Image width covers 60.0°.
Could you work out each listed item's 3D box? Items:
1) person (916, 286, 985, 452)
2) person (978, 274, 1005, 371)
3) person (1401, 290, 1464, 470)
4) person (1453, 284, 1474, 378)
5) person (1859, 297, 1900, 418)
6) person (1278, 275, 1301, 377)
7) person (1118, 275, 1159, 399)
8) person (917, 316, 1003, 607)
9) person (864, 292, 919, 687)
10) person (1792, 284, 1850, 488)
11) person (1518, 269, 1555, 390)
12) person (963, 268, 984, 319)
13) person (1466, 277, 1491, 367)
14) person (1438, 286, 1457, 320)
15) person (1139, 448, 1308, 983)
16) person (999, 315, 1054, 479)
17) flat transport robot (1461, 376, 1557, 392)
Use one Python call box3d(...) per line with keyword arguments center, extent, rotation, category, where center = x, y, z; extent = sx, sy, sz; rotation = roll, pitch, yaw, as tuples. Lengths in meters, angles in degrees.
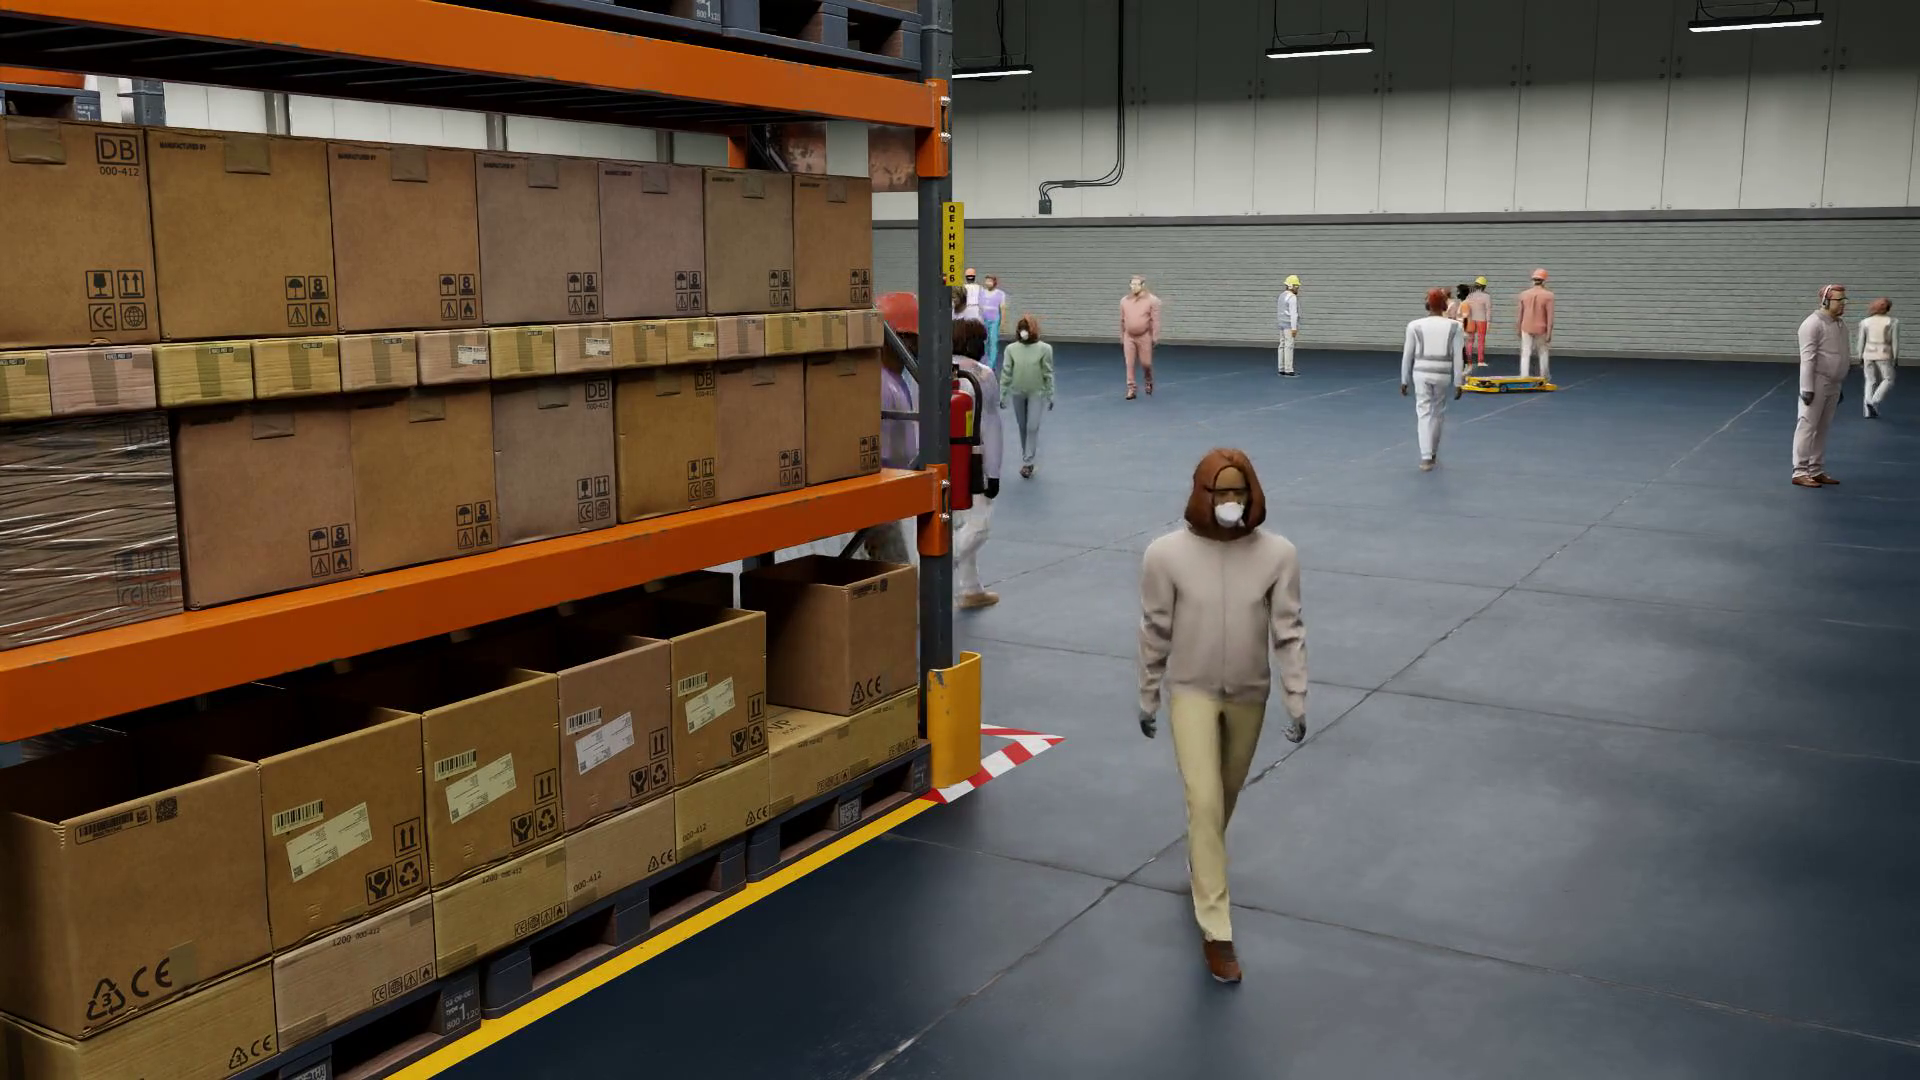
box3d(center=(-0.060, -1.765, 17.624), extent=(1.020, 1.884, 0.655), rotation=(-5, 11, -27), category="person")
box3d(center=(0.580, -4.107, 31.472), extent=(0.589, 1.835, 0.436), rotation=(6, 11, 31), category="person")
box3d(center=(4.871, -1.660, 17.187), extent=(0.597, 1.829, 0.974), rotation=(2, 10, 11), category="person")
box3d(center=(8.933, -3.708, 29.586), extent=(0.371, 1.681, 0.552), rotation=(2, 10, 11), category="person")
box3d(center=(12.292, -2.427, 22.259), extent=(0.377, 1.626, 0.533), rotation=(-7, 12, -34), category="person")
box3d(center=(5.947, -3.855, 30.030), extent=(0.404, 1.829, 0.591), rotation=(-2, 10, -13), category="person")
box3d(center=(2.731, -3.100, 25.418), extent=(0.664, 1.892, 0.590), rotation=(4, 10, 22), category="person")
box3d(center=(-0.022, -0.440, 10.085), extent=(0.719, 1.820, 0.633), rotation=(-9, 13, -42), category="person")
box3d(center=(-0.472, -0.173, 7.956), extent=(0.764, 2.019, 0.627), rotation=(1, 10, 6), category="person")
box3d(center=(8.193, -1.457, 15.761), extent=(0.643, 1.910, 0.400), rotation=(-7, 12, -34), category="person")
box3d(center=(9.456, -3.439, 27.219), extent=(0.635, 1.945, 0.977), rotation=(8, 12, 38), category="person")
box3d(center=(0.215, -4.553, 33.830), extent=(0.552, 1.925, 0.376), rotation=(-4, 10, -21), category="person")
box3d(center=(10.222, -4.296, 32.798), extent=(0.535, 1.767, 0.315), rotation=(9, 13, 44), category="person")
box3d(center=(8.977, -3.880, 30.753), extent=(0.386, 1.626, 0.532), rotation=(-7, 12, -35), category="person")
box3d(center=(0.827, 0.488, 5.295), extent=(0.511, 1.593, 0.839), rotation=(-1, 10, -6), category="person")
box3d(center=(0.629, -1.395, 16.322), extent=(0.514, 1.593, 0.810), rotation=(4, 10, 22), category="person")
box3d(center=(8.808, -2.518, 26.753), extent=(1.431, 0.197, 0.652), rotation=(-4, 10, -20), category="flat transport robot")
